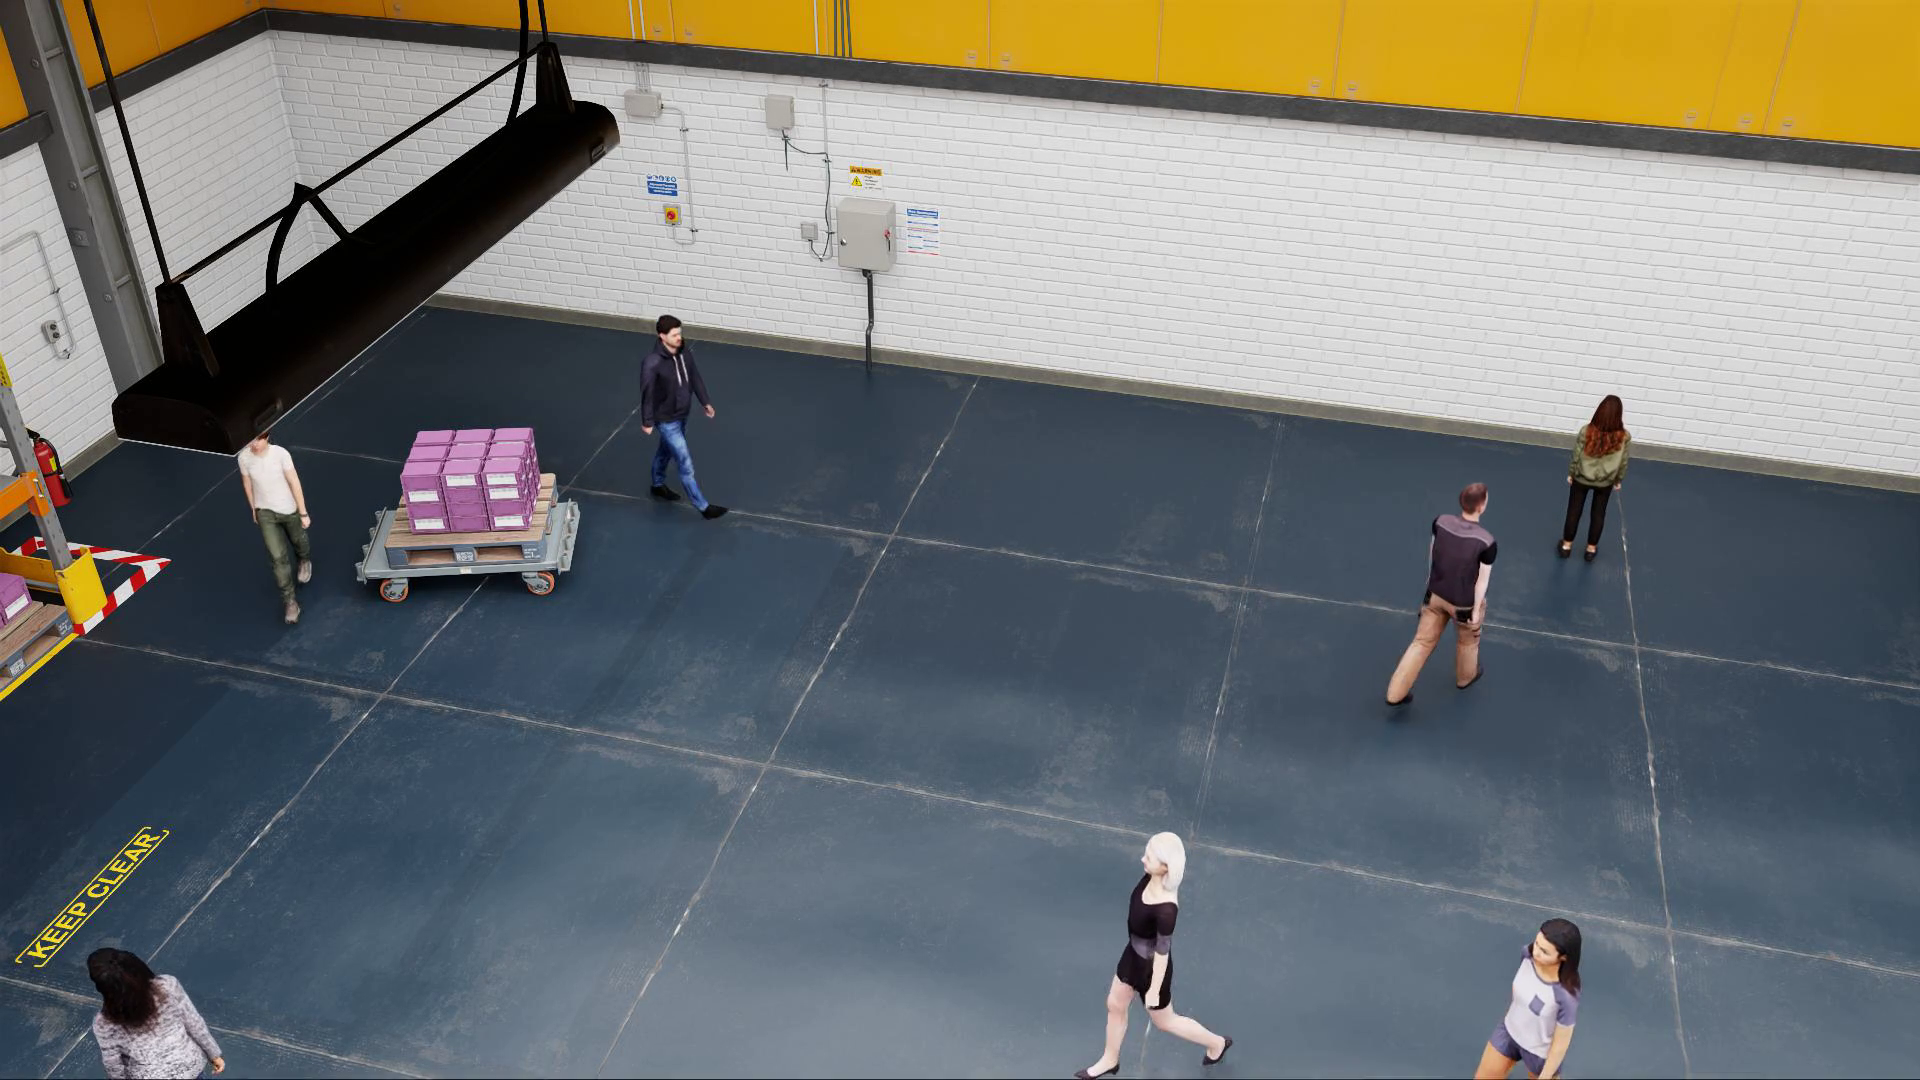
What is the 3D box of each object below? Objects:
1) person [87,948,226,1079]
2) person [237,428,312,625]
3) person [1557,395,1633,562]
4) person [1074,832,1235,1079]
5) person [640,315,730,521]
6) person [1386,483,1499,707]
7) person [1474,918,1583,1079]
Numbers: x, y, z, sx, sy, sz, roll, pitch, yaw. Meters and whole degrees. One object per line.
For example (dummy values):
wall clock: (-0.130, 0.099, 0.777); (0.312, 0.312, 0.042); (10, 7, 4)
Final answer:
person: (-3.932, 2.721, 8.317); (0.846, 1.710, 0.898); (-25, 41, -32)
person: (-5.257, -0.256, 12.884); (0.959, 1.612, 1.198); (-8, 34, -11)
person: (5.102, -0.502, 13.377); (0.580, 1.475, 0.493); (9, 35, 13)
person: (1.109, 2.282, 8.897); (0.948, 1.798, 1.132); (-4, 34, -6)
person: (-2.482, -1.062, 13.897); (0.917, 1.834, 1.147); (16, 37, 22)
person: (3.397, 0.432, 11.677); (1.284, 1.802, 1.112); (-25, 41, -33)
person: (3.002, 2.588, 8.545); (1.118, 1.678, 1.125); (-14, 36, -20)
